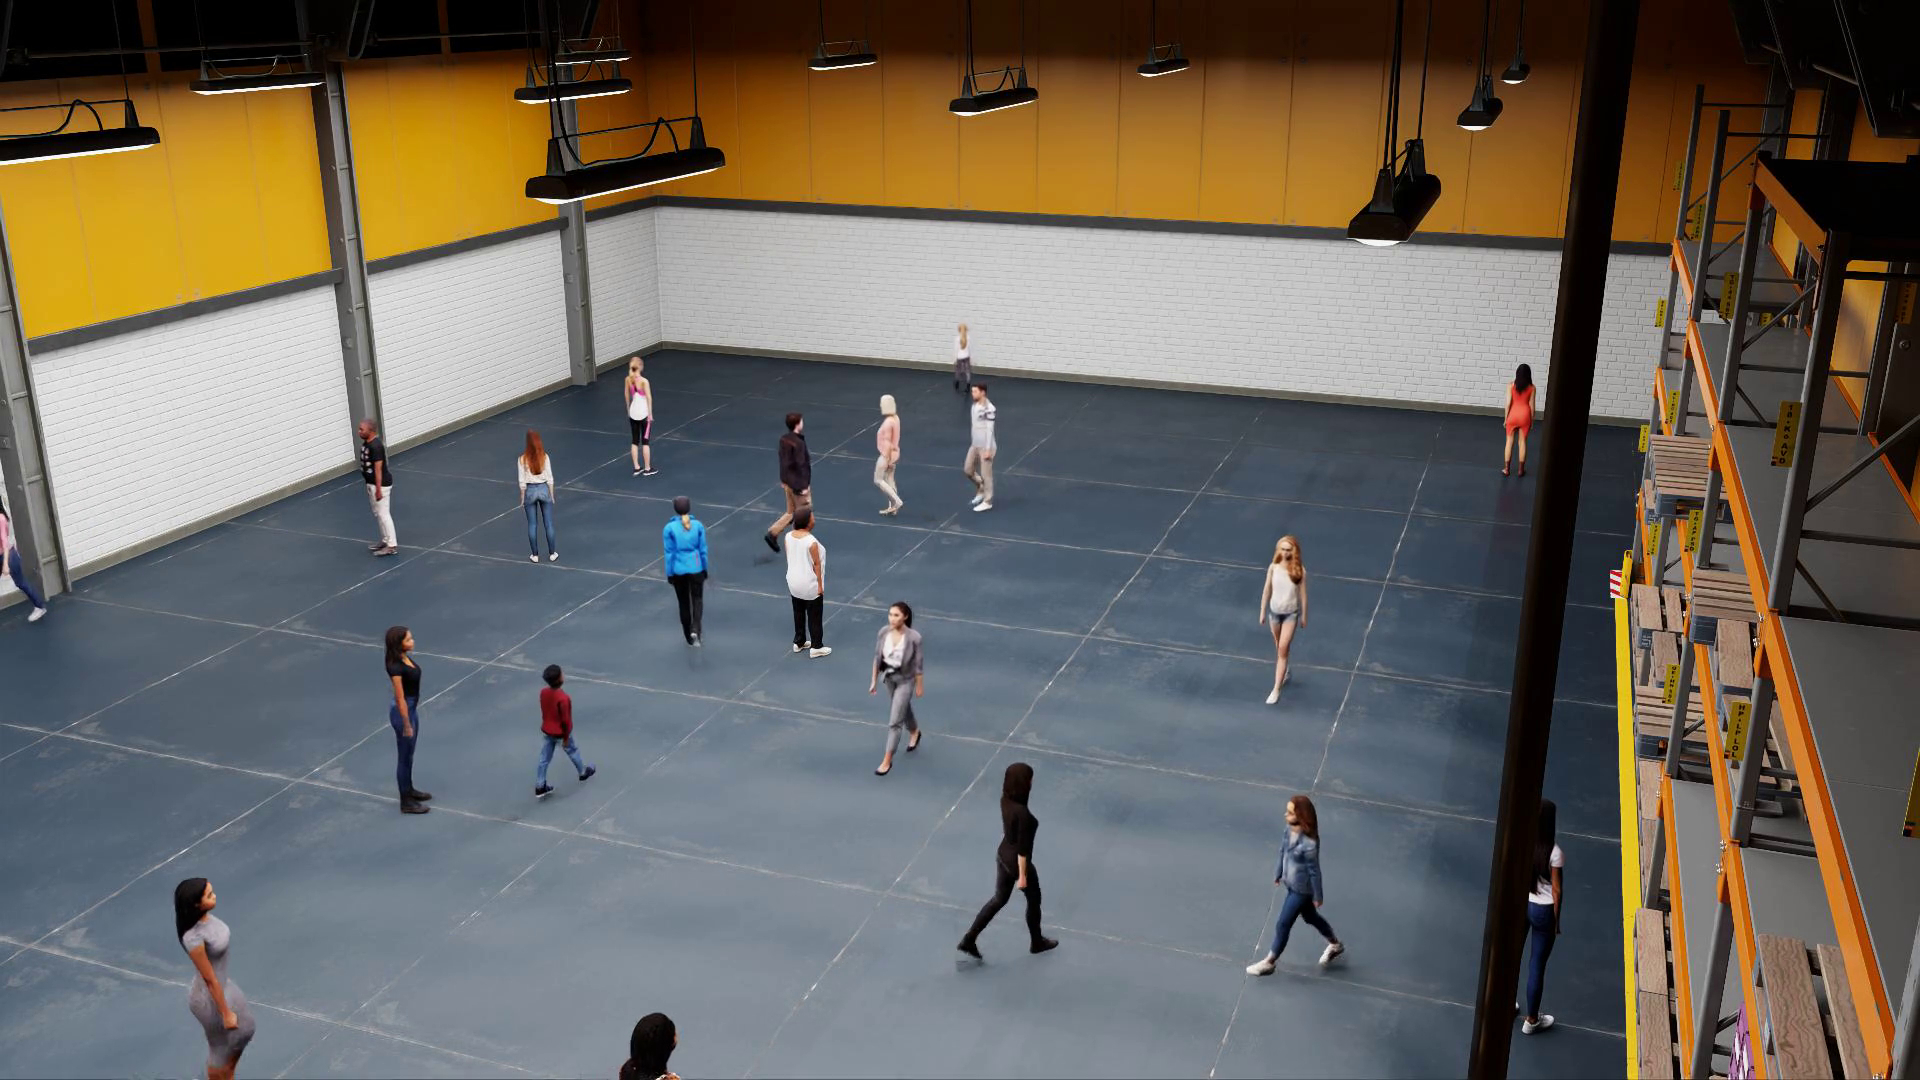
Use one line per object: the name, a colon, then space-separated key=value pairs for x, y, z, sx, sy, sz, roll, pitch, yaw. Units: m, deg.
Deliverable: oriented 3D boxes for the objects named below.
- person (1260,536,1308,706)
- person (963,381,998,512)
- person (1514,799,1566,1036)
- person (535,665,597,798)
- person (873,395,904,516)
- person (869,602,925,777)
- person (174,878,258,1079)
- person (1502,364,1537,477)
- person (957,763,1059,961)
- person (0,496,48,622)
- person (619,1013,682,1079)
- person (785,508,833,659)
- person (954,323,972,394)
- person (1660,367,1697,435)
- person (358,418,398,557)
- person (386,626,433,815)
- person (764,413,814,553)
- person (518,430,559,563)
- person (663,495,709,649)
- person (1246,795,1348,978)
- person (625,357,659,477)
person: x=3.381 y=0.778 z=17.252 sx=0.705 sy=1.713 sz=1.180 roll=9 pitch=21 yaw=26
person: x=0.395 y=-1.331 z=23.306 sx=0.838 sy=1.846 sz=0.804 roll=-12 pitch=22 yaw=-32
person: x=4.011 y=2.626 z=11.668 sx=0.679 sy=1.775 sz=0.666 roll=-14 pitch=23 yaw=-36
person: x=-3.717 y=1.765 z=15.105 sx=0.565 sy=1.213 sz=0.896 roll=10 pitch=21 yaw=28
person: x=-0.905 y=-1.157 z=22.994 sx=0.669 sy=1.714 sz=0.582 roll=5 pitch=19 yaw=15
person: x=-0.529 y=1.356 z=15.687 sx=0.781 sy=1.617 sz=1.190 roll=11 pitch=22 yaw=30
person: x=-4.863 y=2.975 z=10.636 sx=0.758 sy=1.772 sz=0.669 roll=-4 pitch=19 yaw=-13
person: x=8.370 y=-1.803 z=24.905 sx=0.600 sy=1.719 sz=0.548 roll=5 pitch=19 yaw=14
person: x=0.337 y=2.444 z=12.464 sx=1.092 sy=1.612 sz=1.027 roll=-9 pitch=21 yaw=-25
person: x=-10.823 y=0.215 z=18.957 sx=0.625 sy=1.691 sz=1.152 roll=8 pitch=20 yaw=22
person: x=-1.732 y=3.461 z=9.158 sx=0.824 sy=1.795 sz=0.797 roll=-15 pitch=24 yaw=-37
person: x=-1.677 y=0.447 z=18.273 sx=0.740 sy=1.688 sz=0.735 roll=16 pitch=24 yaw=40
person: x=0.074 y=-3.244 z=29.916 sx=0.781 sy=1.252 sz=0.956 roll=-4 pitch=19 yaw=-11
person: x=11.742 y=-2.440 z=26.890 sx=1.010 sy=1.661 sz=0.998 roll=-14 pitch=23 yaw=-35
person: x=-7.514 y=-0.700 z=21.498 sx=0.772 sy=1.803 sz=0.742 roll=-13 pitch=23 yaw=-34
person: x=-4.953 y=1.581 z=14.828 sx=0.719 sy=1.738 sz=0.625 roll=-4 pitch=19 yaw=-11
person: x=-2.155 y=-0.682 z=21.280 sx=1.148 sy=1.909 sz=1.040 roll=-12 pitch=22 yaw=-31
person: x=-5.390 y=-0.568 z=21.224 sx=0.654 sy=1.729 sz=0.679 roll=-5 pitch=19 yaw=-14
person: x=-2.985 y=0.392 z=18.284 sx=0.898 sy=1.785 sz=1.034 roll=-4 pitch=19 yaw=-11
person: x=2.604 y=2.566 z=12.357 sx=1.015 sy=1.448 sz=1.066 roll=-4 pitch=19 yaw=-13
person: x=-4.816 y=-1.859 z=24.969 sx=0.618 sy=1.786 sz=0.536 roll=9 pitch=21 yaw=25
